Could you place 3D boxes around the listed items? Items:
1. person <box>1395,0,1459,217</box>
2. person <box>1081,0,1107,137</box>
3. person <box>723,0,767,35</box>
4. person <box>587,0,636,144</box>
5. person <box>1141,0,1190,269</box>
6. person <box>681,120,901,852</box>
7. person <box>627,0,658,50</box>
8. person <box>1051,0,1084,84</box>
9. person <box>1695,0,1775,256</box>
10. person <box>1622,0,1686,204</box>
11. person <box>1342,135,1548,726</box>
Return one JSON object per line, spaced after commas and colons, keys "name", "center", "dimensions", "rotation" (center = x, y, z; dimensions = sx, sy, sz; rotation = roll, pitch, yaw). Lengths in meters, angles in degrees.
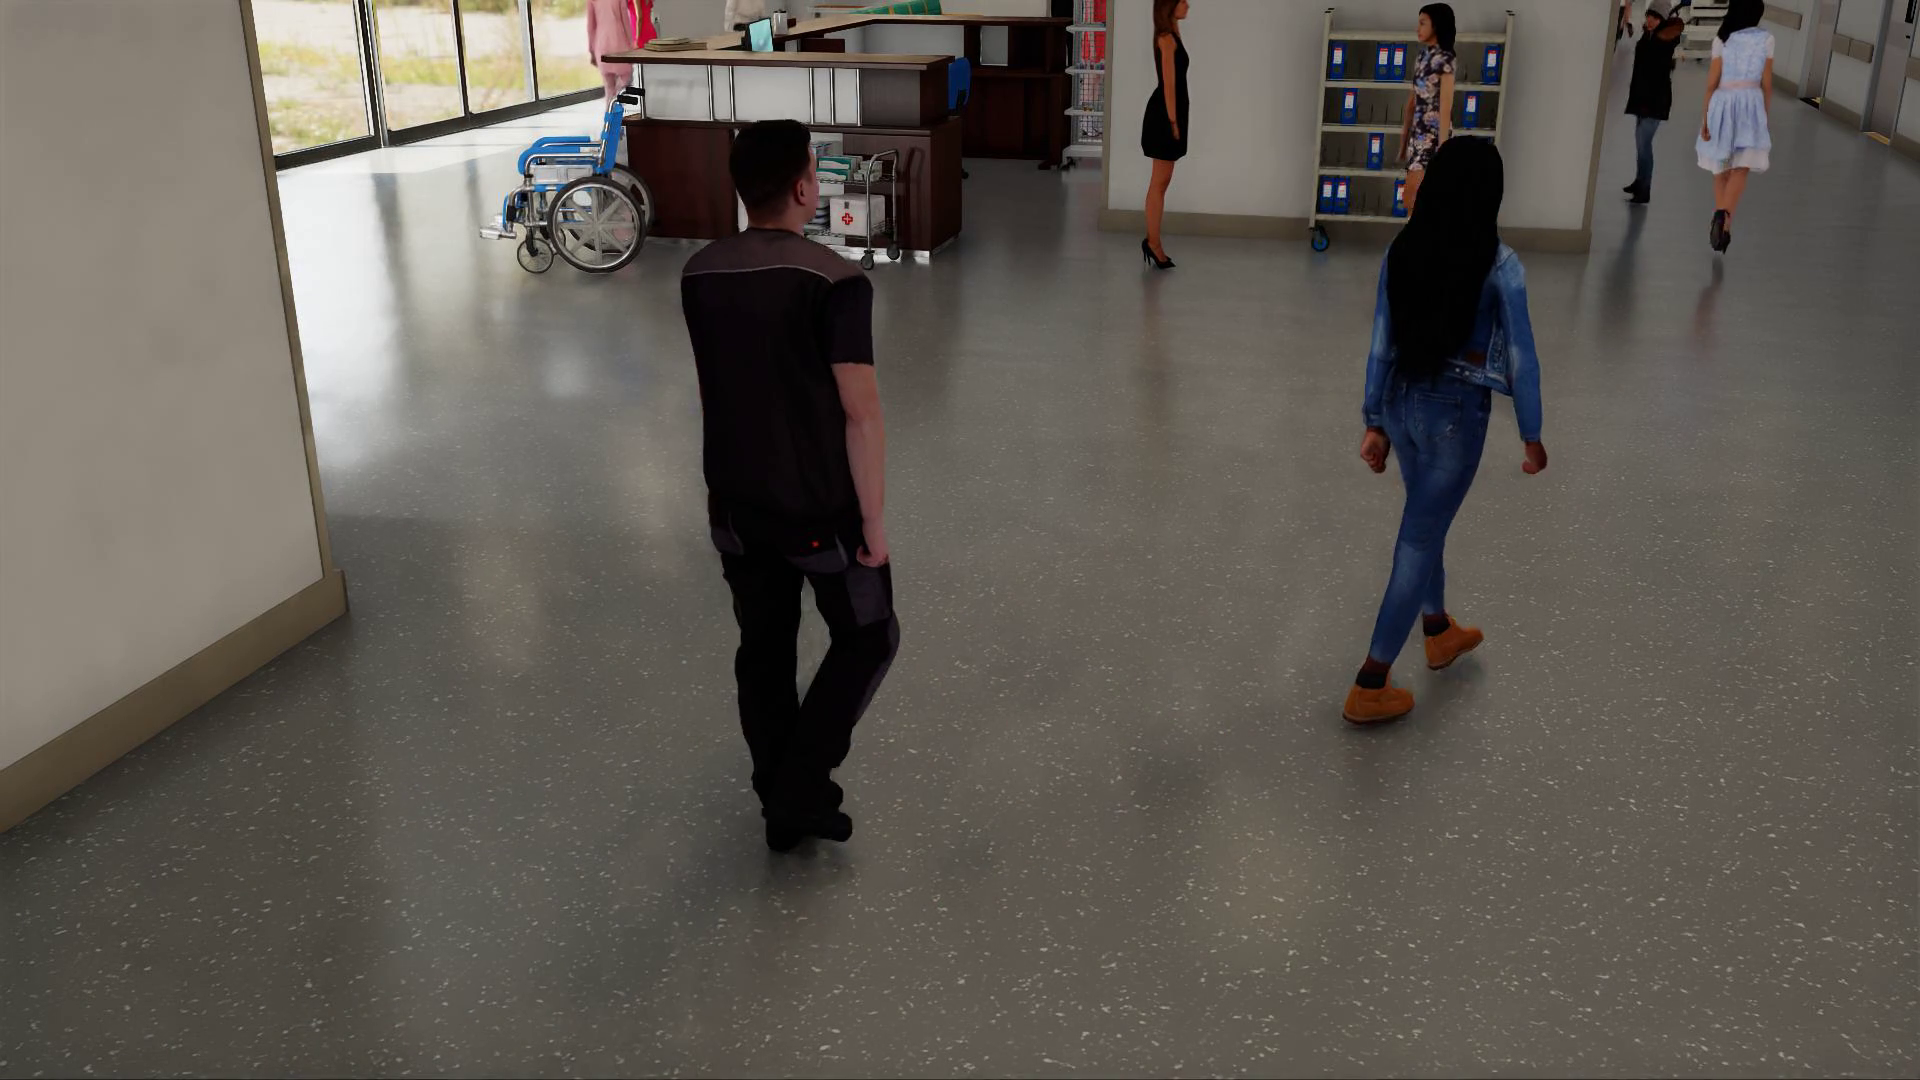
{"name": "person", "center": [3.089, -2.542, 10.709], "dimensions": [0.751, 1.724, 0.728], "rotation": [-5, 21, -13]}
{"name": "person", "center": [1.456, -5.254, 17.723], "dimensions": [0.567, 1.826, 0.638], "rotation": [10, 23, 24]}
{"name": "person", "center": [-2.475, -6.017, 19.791], "dimensions": [0.995, 1.789, 0.872], "rotation": [16, 26, 37]}
{"name": "person", "center": [-3.578, -4.972, 17.031], "dimensions": [0.702, 1.790, 0.785], "rotation": [1, 21, 2]}
{"name": "person", "center": [1.370, -2.754, 11.112], "dimensions": [0.569, 1.834, 0.617], "rotation": [2, 21, 6]}
{"name": "person", "center": [-0.450, -0.053, 3.972], "dimensions": [0.720, 1.841, 0.878], "rotation": [12, 24, 29]}
{"name": "person", "center": [-3.726, -5.939, 19.671], "dimensions": [0.530, 1.728, 0.564], "rotation": [5, 21, 12]}
{"name": "person", "center": [1.477, -7.173, 23.087], "dimensions": [0.660, 1.616, 0.781], "rotation": [13, 24, 30]}
{"name": "person", "center": [5.189, -2.745, 11.170], "dimensions": [1.112, 1.776, 0.819], "rotation": [10, 23, 25]}
{"name": "person", "center": [5.660, -3.593, 13.634], "dimensions": [0.674, 1.616, 0.856], "rotation": [5, 21, 13]}
{"name": "person", "center": [1.284, -0.260, 4.733], "dimensions": [1.006, 1.687, 0.987], "rotation": [-14, 25, -33]}
